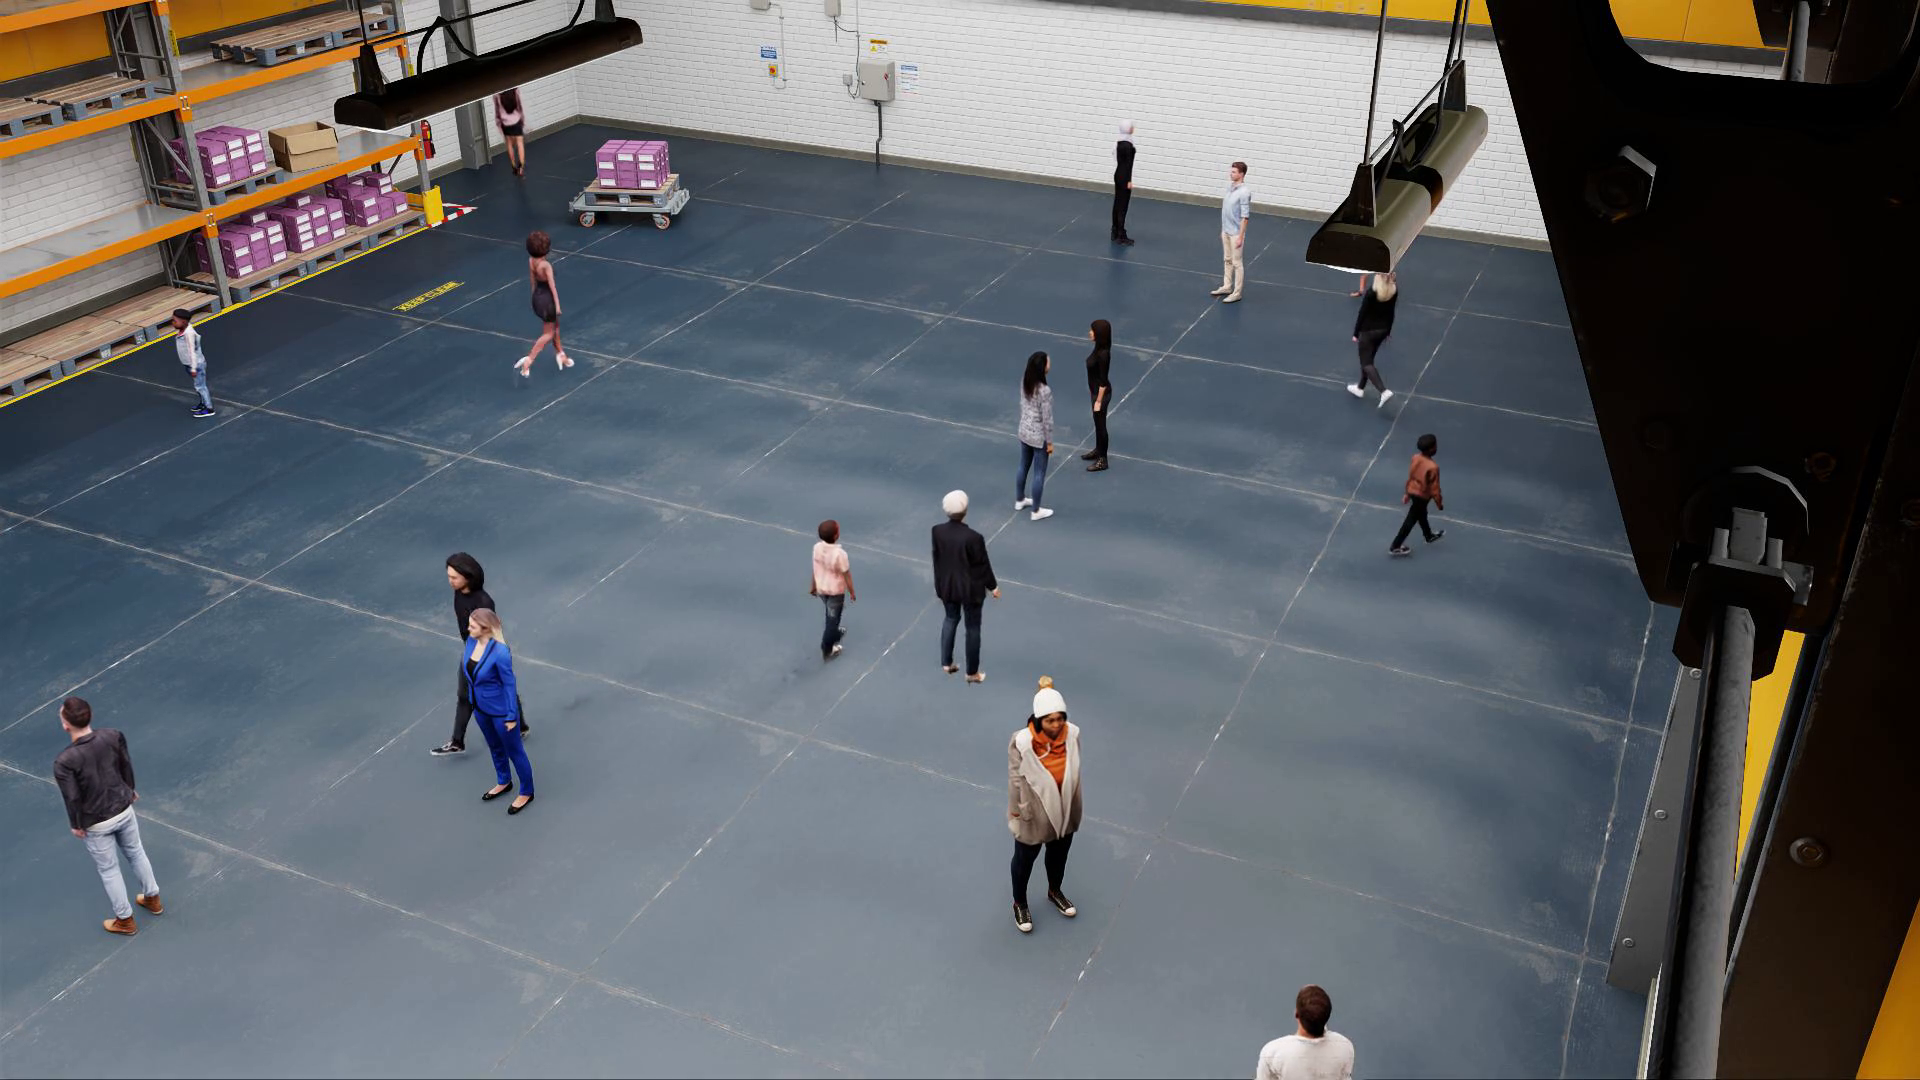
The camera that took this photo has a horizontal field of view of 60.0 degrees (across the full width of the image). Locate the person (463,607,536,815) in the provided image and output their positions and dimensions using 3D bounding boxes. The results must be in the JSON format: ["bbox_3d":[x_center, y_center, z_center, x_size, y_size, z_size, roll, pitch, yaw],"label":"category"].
[{"bbox_3d":[-3.418,1.233,12.292,0.666,1.700,0.606,19,34,31],"label":"person"}]

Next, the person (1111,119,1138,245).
[{"bbox_3d":[2.347,-5.170,23.947,0.740,1.779,0.661,-7,29,-12],"label":"person"}]

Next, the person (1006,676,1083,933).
[{"bbox_3d":[0.564,1.749,11.148,0.803,1.890,0.878,-13,31,-23],"label":"person"}]

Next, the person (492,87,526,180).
[{"bbox_3d":[-7.125,-6.581,26.525,1.033,1.788,1.116,-9,30,-16],"label":"person"}]

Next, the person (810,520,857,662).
[{"bbox_3d":[-1.142,0.438,14.174,0.578,1.293,0.704,17,33,28],"label":"person"}]

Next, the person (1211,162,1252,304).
[{"bbox_3d":[3.604,-4.060,21.841,0.775,1.847,0.720,-10,30,-18],"label":"person"}]

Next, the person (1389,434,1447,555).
[{"bbox_3d":[4.309,-0.397,15.786,0.918,1.216,0.875,-9,30,-15],"label":"person"}]

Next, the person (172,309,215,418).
[{"bbox_3d":[-8.613,-2.008,18.694,0.595,1.258,0.551,-18,34,-30],"label":"person"}]

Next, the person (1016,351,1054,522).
[{"bbox_3d":[0.737,-1.045,16.436,0.696,1.730,0.690,-18,33,-29],"label":"person"}]

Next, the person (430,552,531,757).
[{"bbox_3d":[-3.613,0.838,12.907,1.121,1.805,0.894,-25,37,-37],"label":"person"}]

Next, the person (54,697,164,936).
[{"bbox_3d":[-5.680,1.822,11.069,0.711,1.837,0.478,13,31,23],"label":"person"}]

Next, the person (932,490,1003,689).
[{"bbox_3d":[0.039,0.427,13.212,0.791,1.778,0.696,18,33,29],"label":"person"}]

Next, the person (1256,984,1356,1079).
[{"bbox_3d":[1.771,3.146,8.670,1.118,1.811,1.306,-4,29,-7],"label":"person"}]

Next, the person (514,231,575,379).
[{"bbox_3d":[-4.921,-2.710,19.457,1.133,1.762,0.816,-26,38,-38],"label":"person"}]

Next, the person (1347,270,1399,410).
[{"bbox_3d":[4.714,-2.291,18.788,1.055,1.665,1.040,-14,32,-24],"label":"person"}]

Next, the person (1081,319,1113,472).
[{"bbox_3d":[1.476,-1.537,17.430,0.705,1.642,0.589,-2,29,-3],"label":"person"}]
